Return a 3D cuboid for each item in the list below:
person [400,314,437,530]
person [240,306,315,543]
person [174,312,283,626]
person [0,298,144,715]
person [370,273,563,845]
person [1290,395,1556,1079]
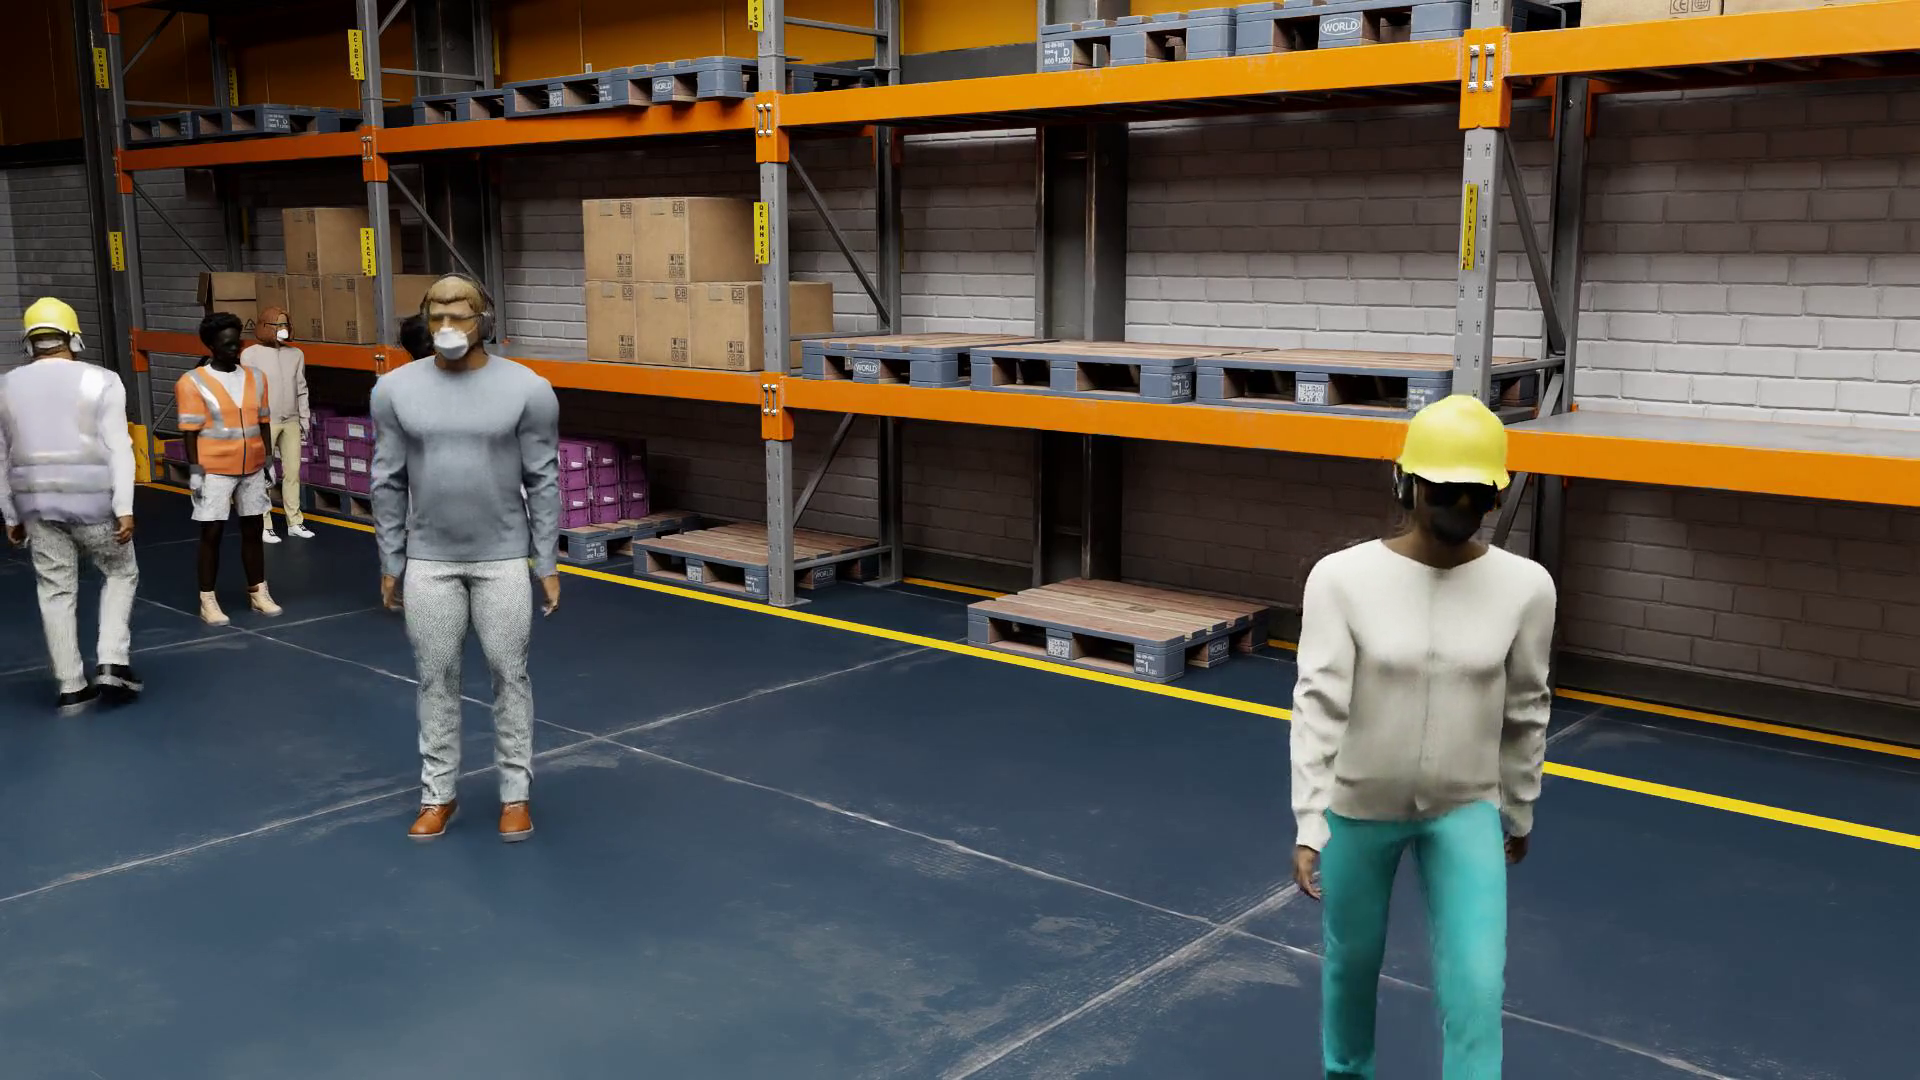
[{"bbox_3d":[-2.747,-0.329,8.650,0.367,1.684,0.557,8,12,37],"label":"person"},{"bbox_3d":[-4.715,-0.796,11.496,0.277,1.629,0.497,7,12,33],"label":"person"},{"bbox_3d":[-3.944,-0.383,8.975,0.320,1.687,0.533,7,12,34],"label":"person"},{"bbox_3d":[-3.904,-0.148,7.291,0.615,1.801,0.503,-1,10,-8],"label":"person"},{"bbox_3d":[-1.662,0.075,5.658,0.656,1.939,0.379,-1,10,-5],"label":"person"},{"bbox_3d":[0.934,0.581,3.359,0.547,1.734,0.808,1,10,4],"label":"person"}]
